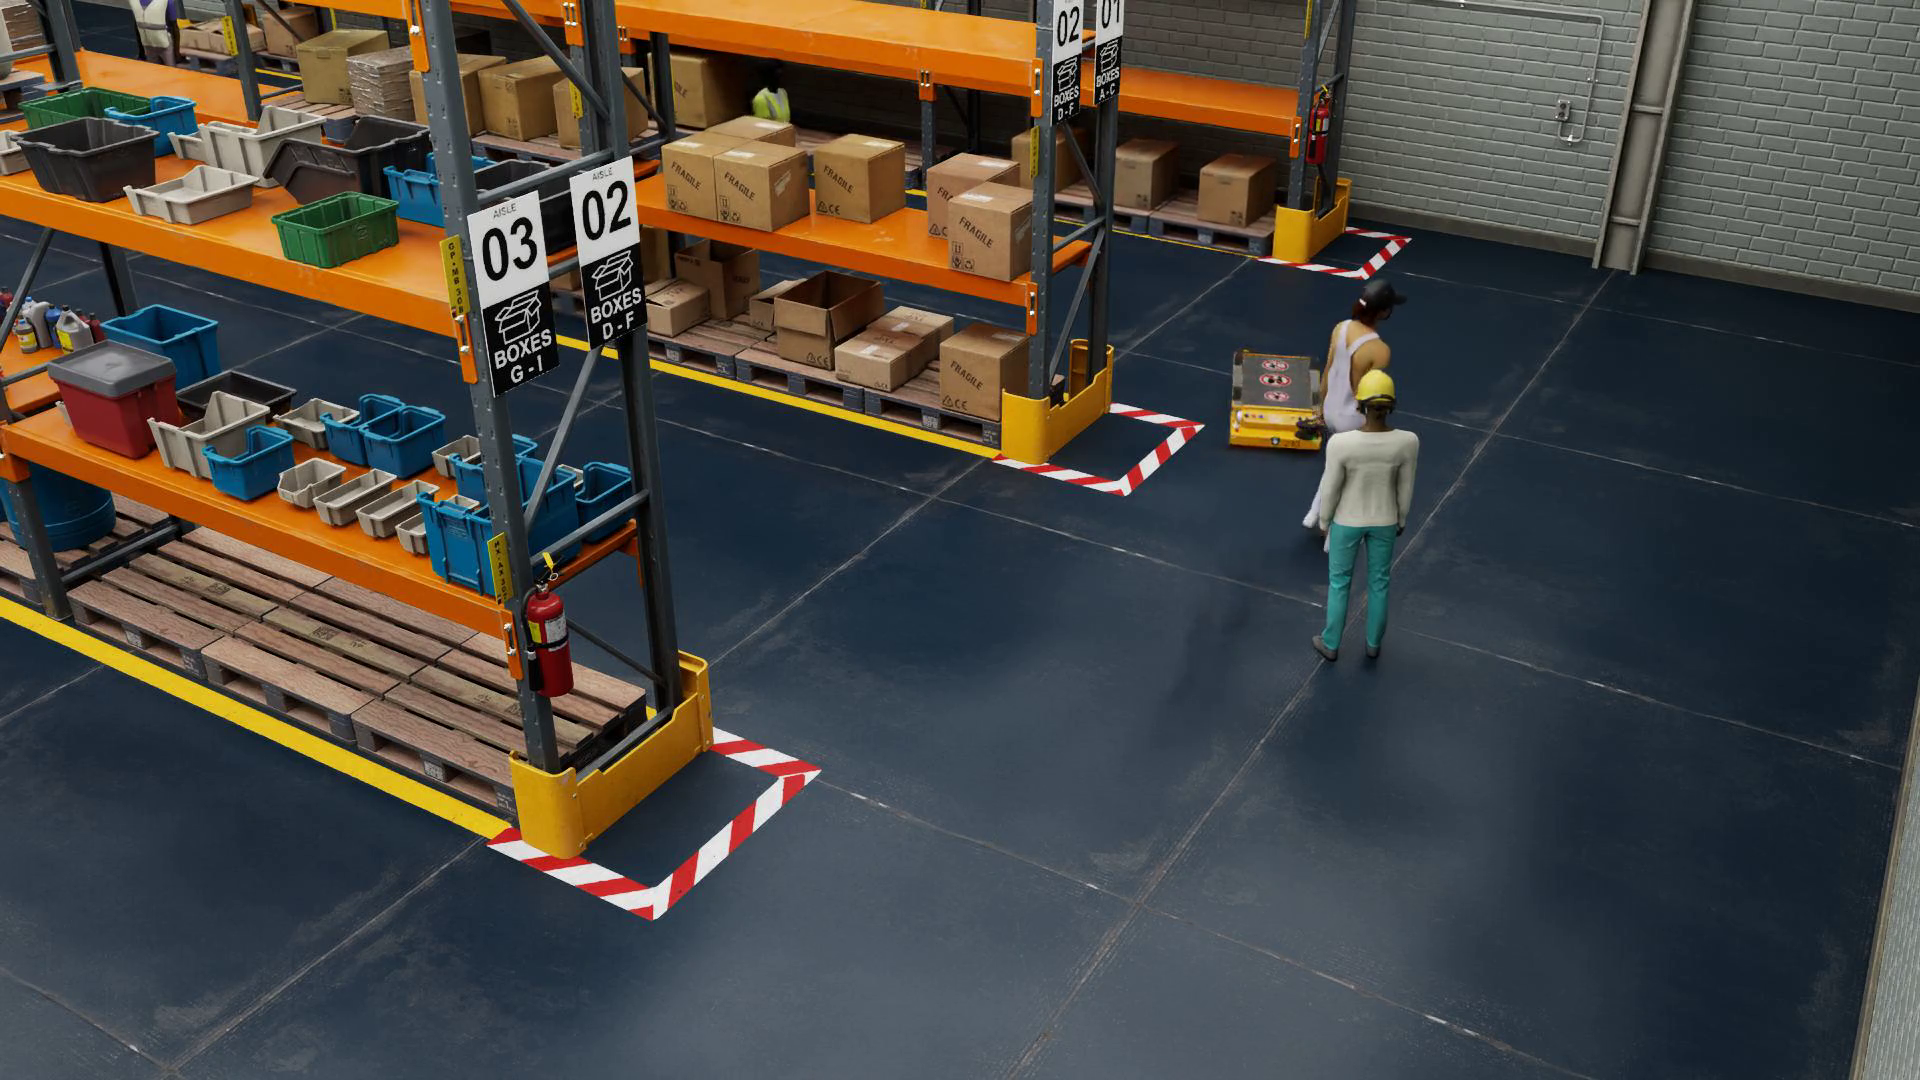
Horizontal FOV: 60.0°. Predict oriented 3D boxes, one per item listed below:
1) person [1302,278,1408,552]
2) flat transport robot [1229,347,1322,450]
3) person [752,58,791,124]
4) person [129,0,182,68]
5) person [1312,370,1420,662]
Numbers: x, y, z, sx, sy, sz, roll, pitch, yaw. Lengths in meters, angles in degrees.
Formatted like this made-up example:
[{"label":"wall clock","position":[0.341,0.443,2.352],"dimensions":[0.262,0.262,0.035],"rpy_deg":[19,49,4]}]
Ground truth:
[{"label":"person","position":[2.479,-0.769,10.395],"dimensions":[0.412,1.843,0.551],"rpy_deg":[-15,33,-25]},{"label":"flat transport robot","position":[2.380,-1.076,12.564],"dimensions":[0.659,0.231,1.431],"rpy_deg":[4,29,8]},{"label":"person","position":[-1.841,-3.804,16.006],"dimensions":[0.697,1.675,0.541],"rpy_deg":[15,32,24]},{"label":"person","position":[-9.240,-5.689,19.225],"dimensions":[0.565,1.843,0.390],"rpy_deg":[6,30,11]},{"label":"person","position":[2.253,-0.118,9.315],"dimensions":[0.522,1.760,0.321],"rpy_deg":[-1,29,-3]}]
